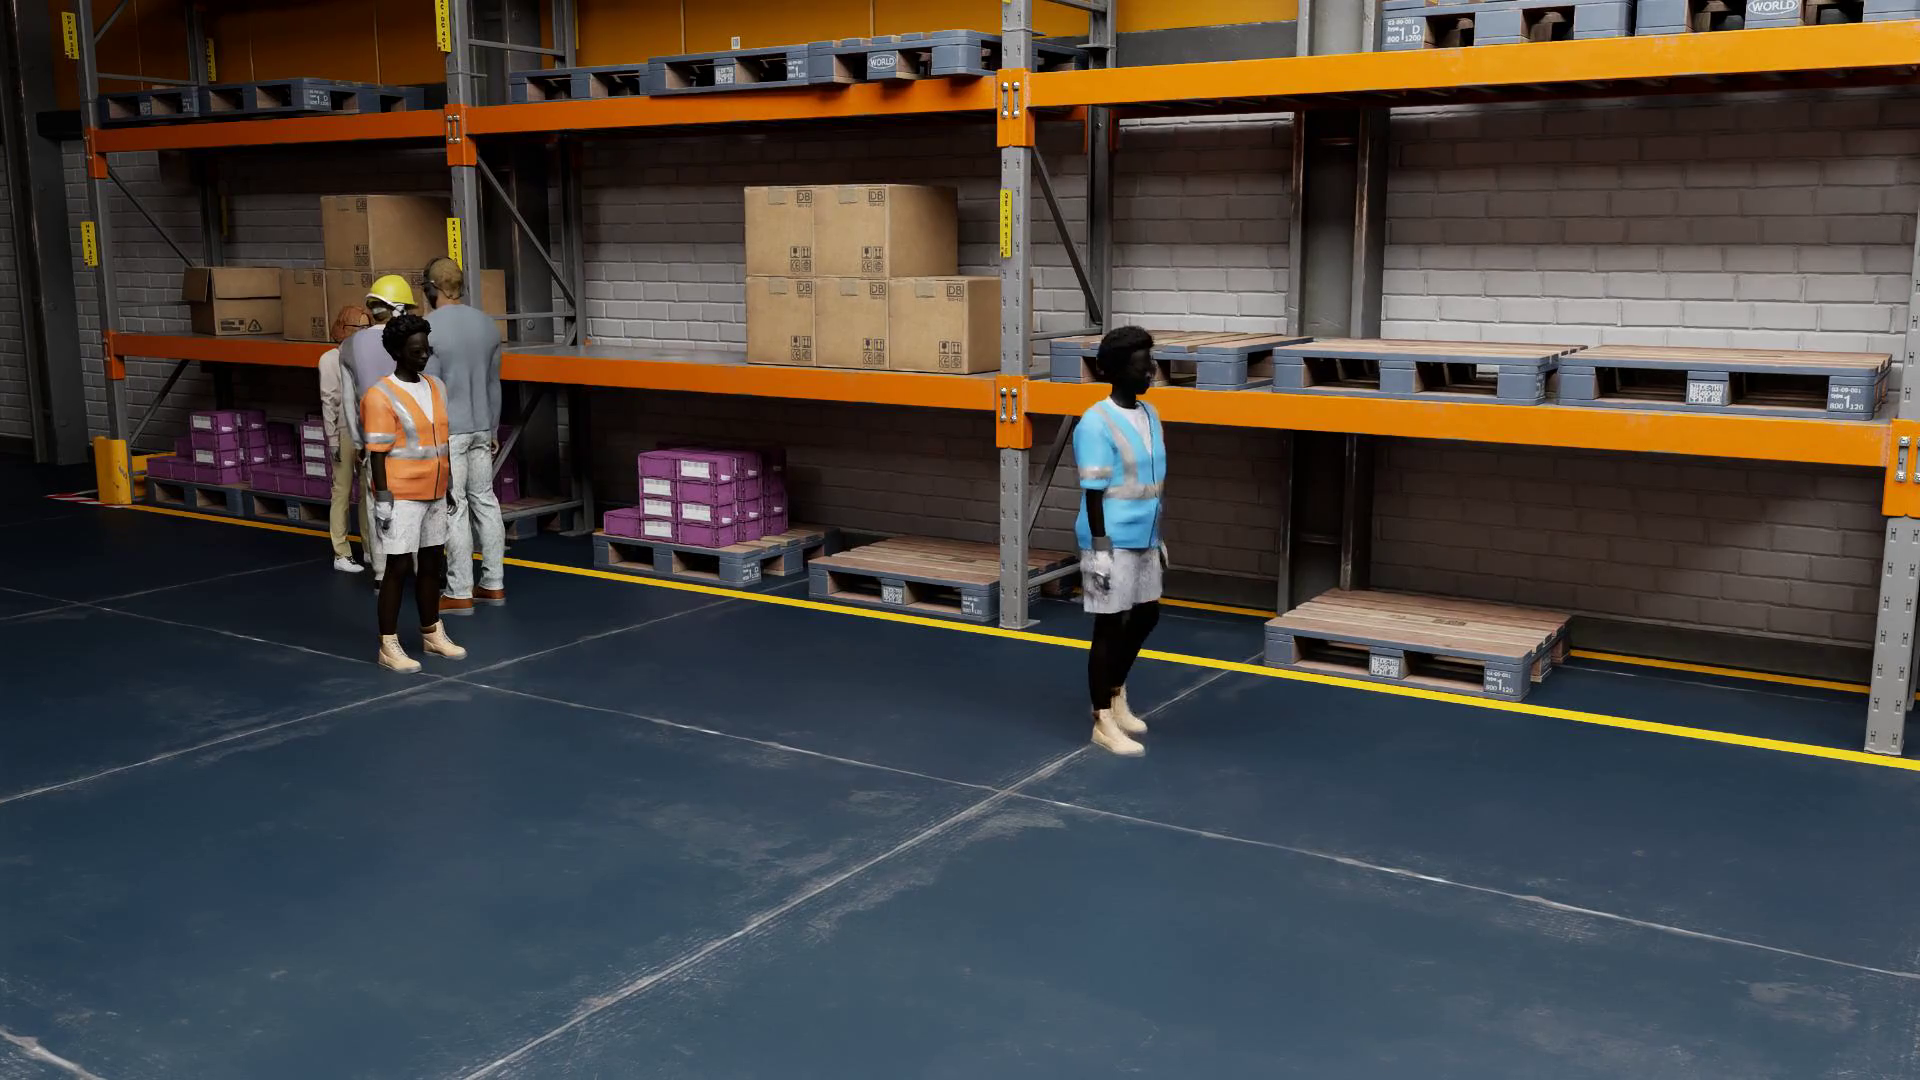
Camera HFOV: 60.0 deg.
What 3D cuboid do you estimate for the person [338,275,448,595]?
[{"bbox_3d":[-3.195,-0.584,9.469,0.586,1.824,0.403,2,10,12],"label":"person"}]

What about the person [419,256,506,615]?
[{"bbox_3d":[-2.727,-0.561,9.025,0.352,1.936,0.635,5,11,27],"label":"person"}]

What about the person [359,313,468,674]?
[{"bbox_3d":[-2.576,-0.217,7.827,0.320,1.687,0.533,4,11,21],"label":"person"}]

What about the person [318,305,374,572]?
[{"bbox_3d":[-3.708,-0.621,10.227,0.277,1.629,0.496,5,11,26],"label":"person"}]

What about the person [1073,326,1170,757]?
[{"bbox_3d":[0.637,0.002,6.618,0.391,1.695,0.595,7,13,36],"label":"person"}]
